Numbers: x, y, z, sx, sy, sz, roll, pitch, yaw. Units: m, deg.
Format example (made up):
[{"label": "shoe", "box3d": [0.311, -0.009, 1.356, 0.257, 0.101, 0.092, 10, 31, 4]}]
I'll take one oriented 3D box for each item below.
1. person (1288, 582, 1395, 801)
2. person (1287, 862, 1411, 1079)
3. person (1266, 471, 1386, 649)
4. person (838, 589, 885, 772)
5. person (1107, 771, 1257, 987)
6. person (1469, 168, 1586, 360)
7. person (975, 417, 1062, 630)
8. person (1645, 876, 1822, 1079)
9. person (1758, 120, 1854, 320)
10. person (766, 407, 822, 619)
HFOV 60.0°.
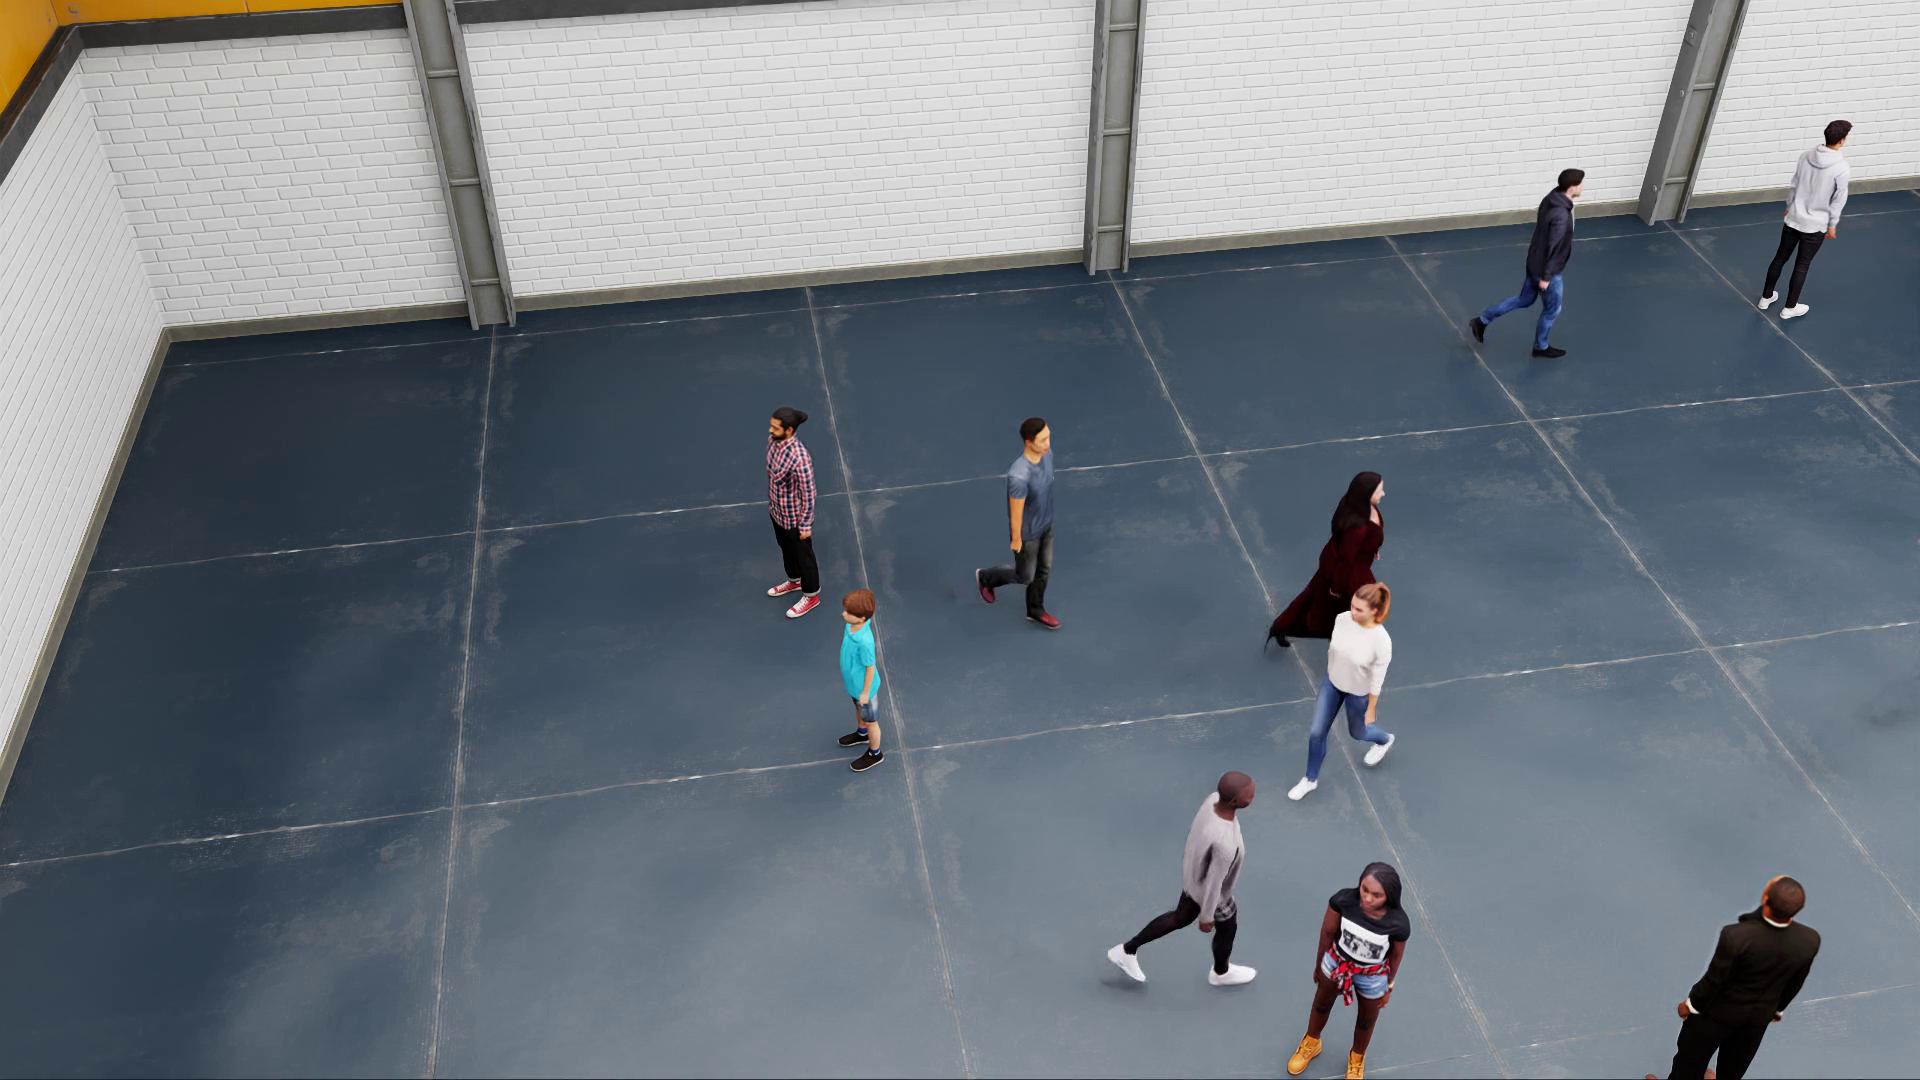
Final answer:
[{"label": "person", "box3d": [2.574, 0.946, 10.713, 1.182, 1.691, 0.936, -25, 45, -28]}, {"label": "person", "box3d": [2.126, 2.328, 8.952, 0.708, 1.728, 0.785, 18, 42, 21]}, {"label": "person", "box3d": [2.587, 0.213, 11.614, 1.171, 1.712, 0.847, 2, 39, 3]}, {"label": "person", "box3d": [-0.644, 0.894, 10.972, 0.539, 1.449, 0.557, -14, 41, -17]}, {"label": "person", "box3d": [1.294, 1.962, 9.405, 1.144, 1.736, 0.721, -2, 39, -2]}, {"label": "person", "box3d": [5.111, -2.441, 14.815, 1.203, 1.864, 0.866, 3, 39, 4]}, {"label": "person", "box3d": [0.432, -0.134, 11.983, 1.059, 1.793, 0.989, 21, 43, 24]}, {"label": "person", "box3d": [4.056, 2.423, 8.692, 0.605, 1.905, 0.784, 0, 39, 0]}, {"label": "person", "box3d": [7.874, -2.987, 15.446, 0.756, 1.930, 0.769, -24, 45, -27]}, {"label": "person", "box3d": [-1.229, -0.230, 12.129, 0.724, 1.761, 0.767, -23, 44, -26]}]
